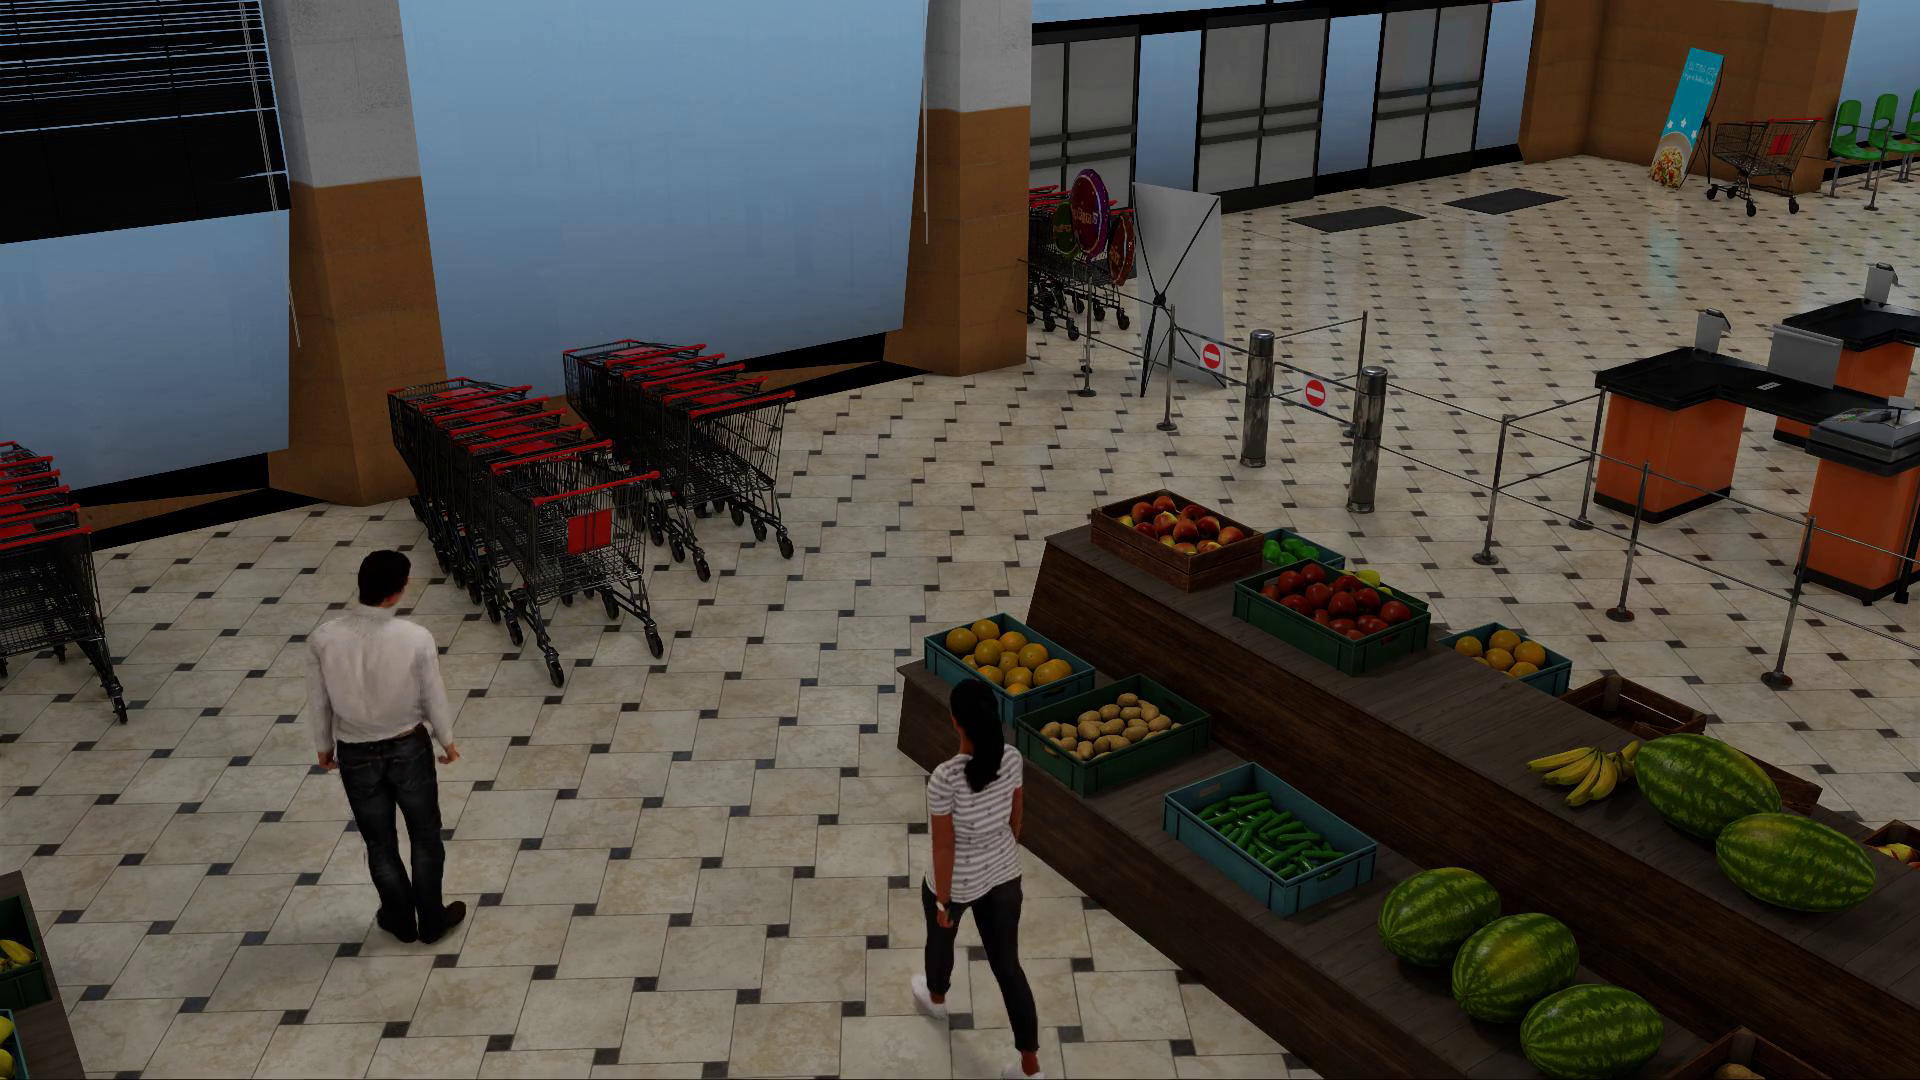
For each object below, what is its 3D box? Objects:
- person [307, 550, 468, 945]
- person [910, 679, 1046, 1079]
[{"bbox_3d":[-2.371,0.886,6.842,0.785,1.783,0.714,-13,27,-26],"label":"person"},{"bbox_3d":[0.111,1.303,6.115,0.652,1.603,1.117,-13,27,-27],"label":"person"}]
